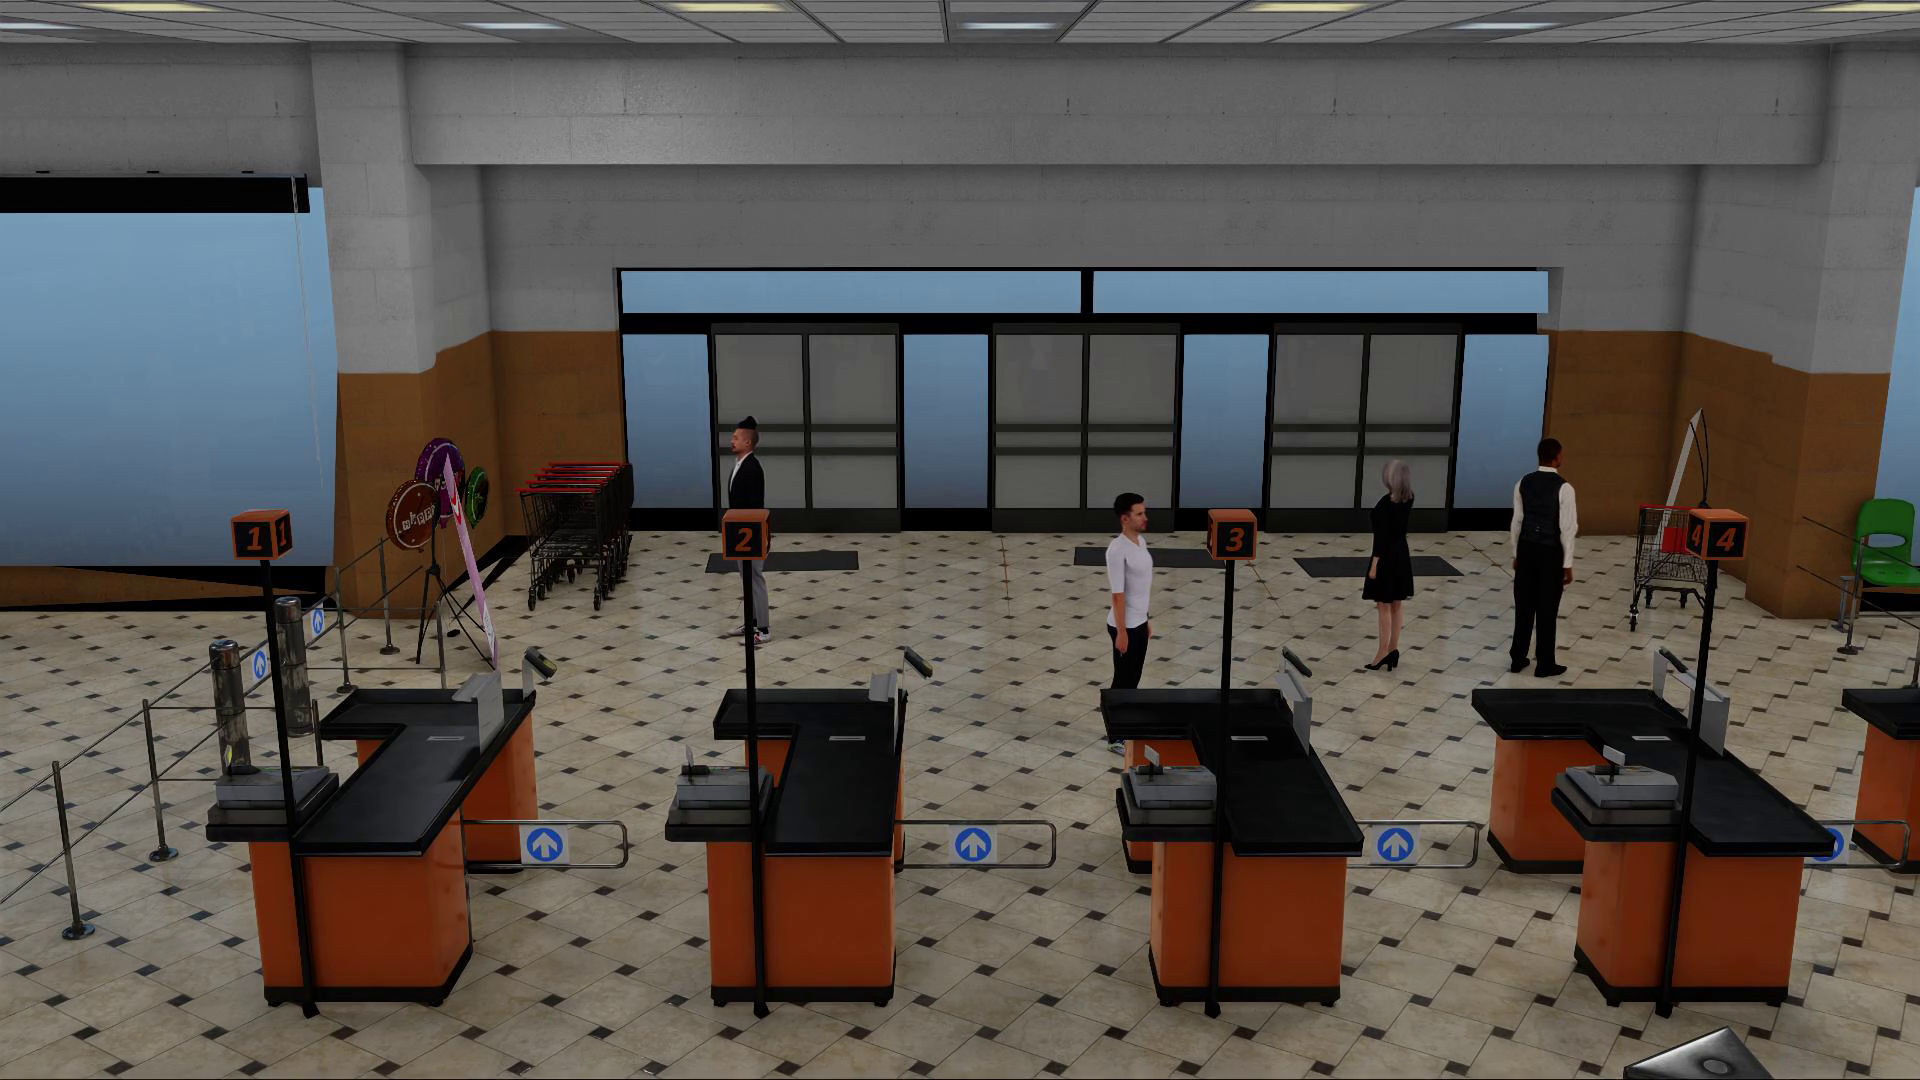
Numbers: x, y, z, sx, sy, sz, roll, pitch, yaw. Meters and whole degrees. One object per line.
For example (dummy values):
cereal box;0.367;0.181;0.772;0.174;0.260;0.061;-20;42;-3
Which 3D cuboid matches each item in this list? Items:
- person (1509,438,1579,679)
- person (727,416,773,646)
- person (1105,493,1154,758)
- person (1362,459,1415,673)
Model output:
person;4.653;0.132;13.327;0.833;1.918;0.762;-12;18;-41
person;-1.794;-0.089;14.173;0.852;1.950;0.684;-6;15;-23
person;1.179;0.574;11.646;0.809;1.852;0.676;7;15;26
person;3.465;0.193;13.437;0.753;1.747;0.693;13;19;43
